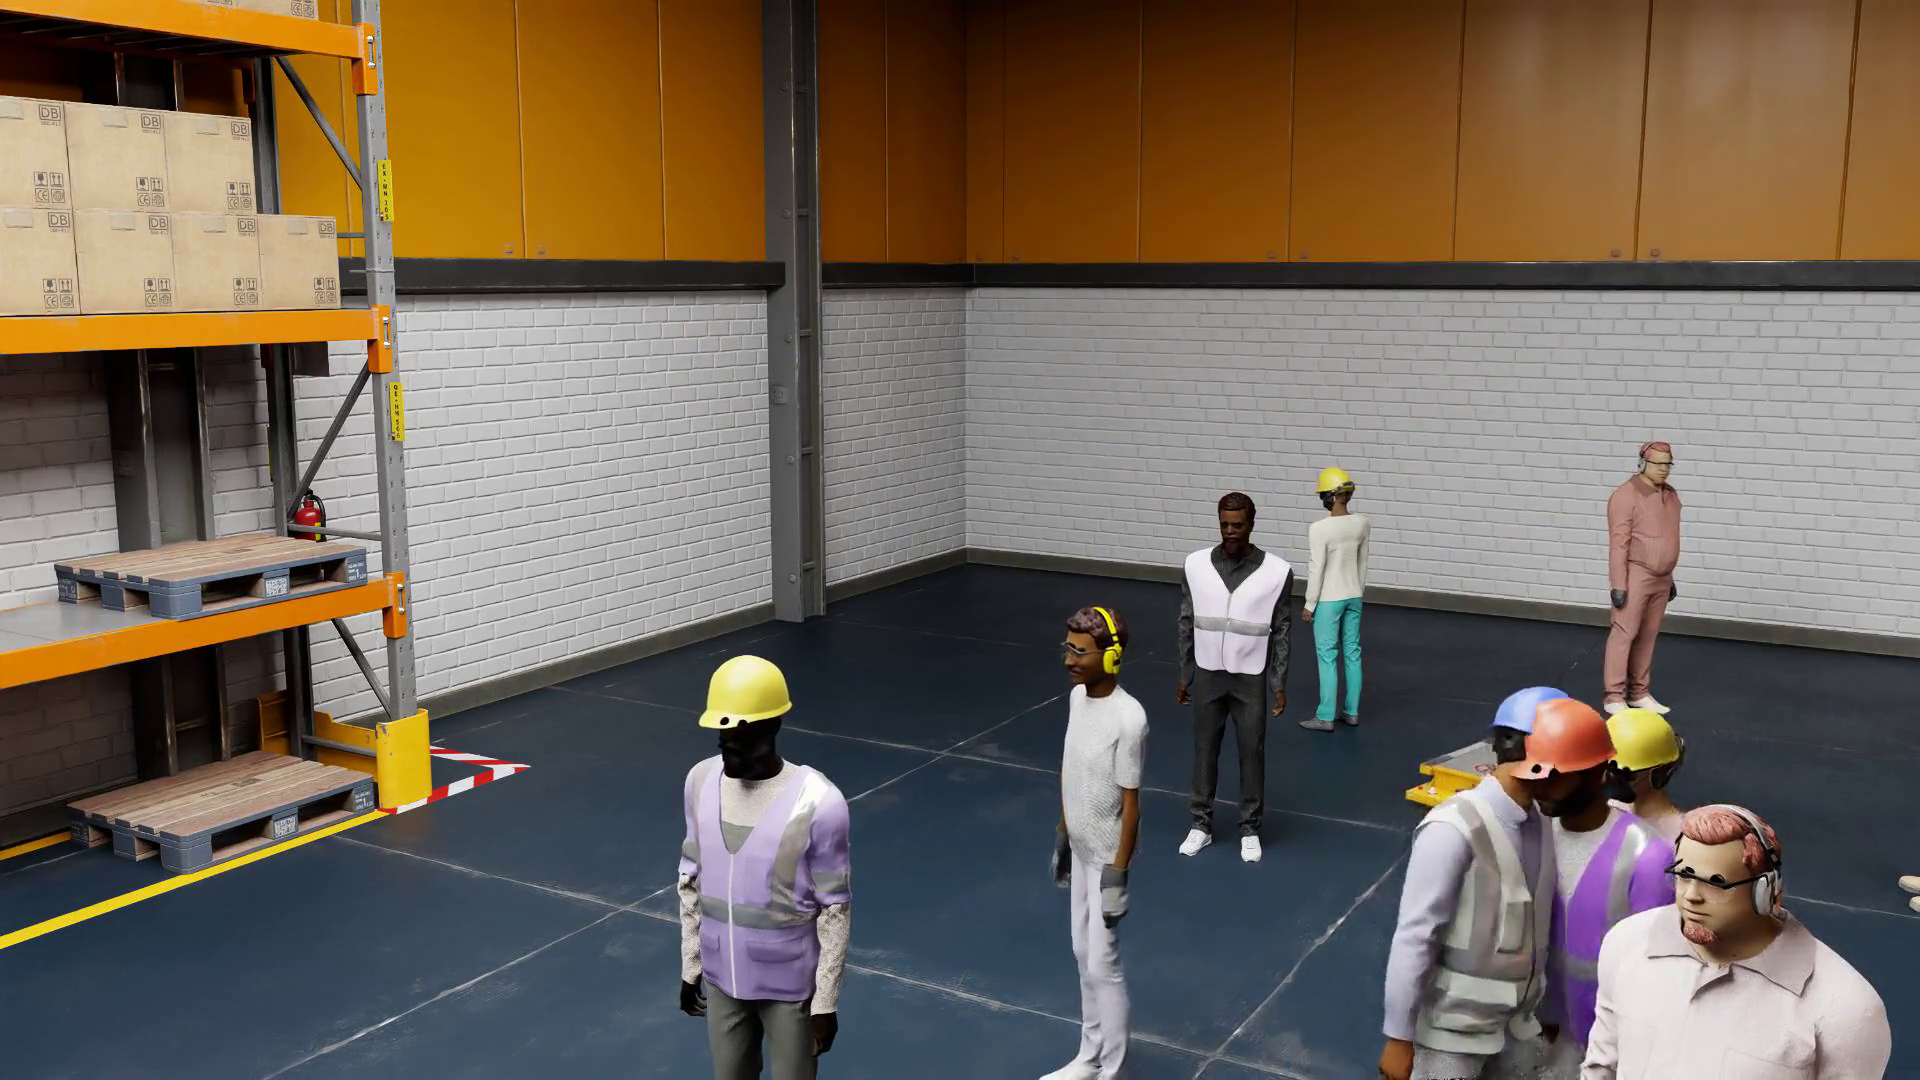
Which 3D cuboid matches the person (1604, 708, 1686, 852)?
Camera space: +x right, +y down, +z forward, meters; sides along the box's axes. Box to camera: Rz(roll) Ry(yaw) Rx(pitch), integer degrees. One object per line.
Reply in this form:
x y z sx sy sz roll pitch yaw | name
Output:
2.002 1.363 5.071 0.843 1.725 0.538 -2 9 -11 | person

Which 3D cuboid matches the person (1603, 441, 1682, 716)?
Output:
4.684 0.273 11.345 0.644 1.904 0.399 -6 11 -32 | person

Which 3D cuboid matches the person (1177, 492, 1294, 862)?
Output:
1.417 0.700 8.634 0.589 1.920 0.392 3 10 18 | person

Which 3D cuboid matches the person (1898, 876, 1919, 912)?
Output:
4.738 0.859 7.868 0.345 1.846 0.508 4 10 22 | person

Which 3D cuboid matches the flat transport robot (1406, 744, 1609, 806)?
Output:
3.271 1.351 9.692 1.431 0.197 0.652 -9 12 -43 | flat transport robot

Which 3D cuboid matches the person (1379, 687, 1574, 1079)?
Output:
1.400 1.356 4.632 0.736 1.902 0.382 -7 11 -37 | person

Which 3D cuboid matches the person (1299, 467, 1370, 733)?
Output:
2.480 0.395 11.027 0.522 1.765 0.317 -6 11 -33 | person

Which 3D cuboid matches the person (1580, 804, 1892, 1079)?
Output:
1.649 1.506 3.681 0.403 1.900 0.647 -7 12 -38 | person

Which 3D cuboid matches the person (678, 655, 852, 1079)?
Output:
-0.600 1.284 4.958 0.588 1.927 0.370 5 10 27 | person

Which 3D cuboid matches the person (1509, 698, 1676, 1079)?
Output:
1.807 1.355 4.713 0.690 1.886 0.547 -6 11 -32 | person

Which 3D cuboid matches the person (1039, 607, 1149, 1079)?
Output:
0.470 1.151 5.986 0.361 1.869 0.521 -3 10 -19 | person
